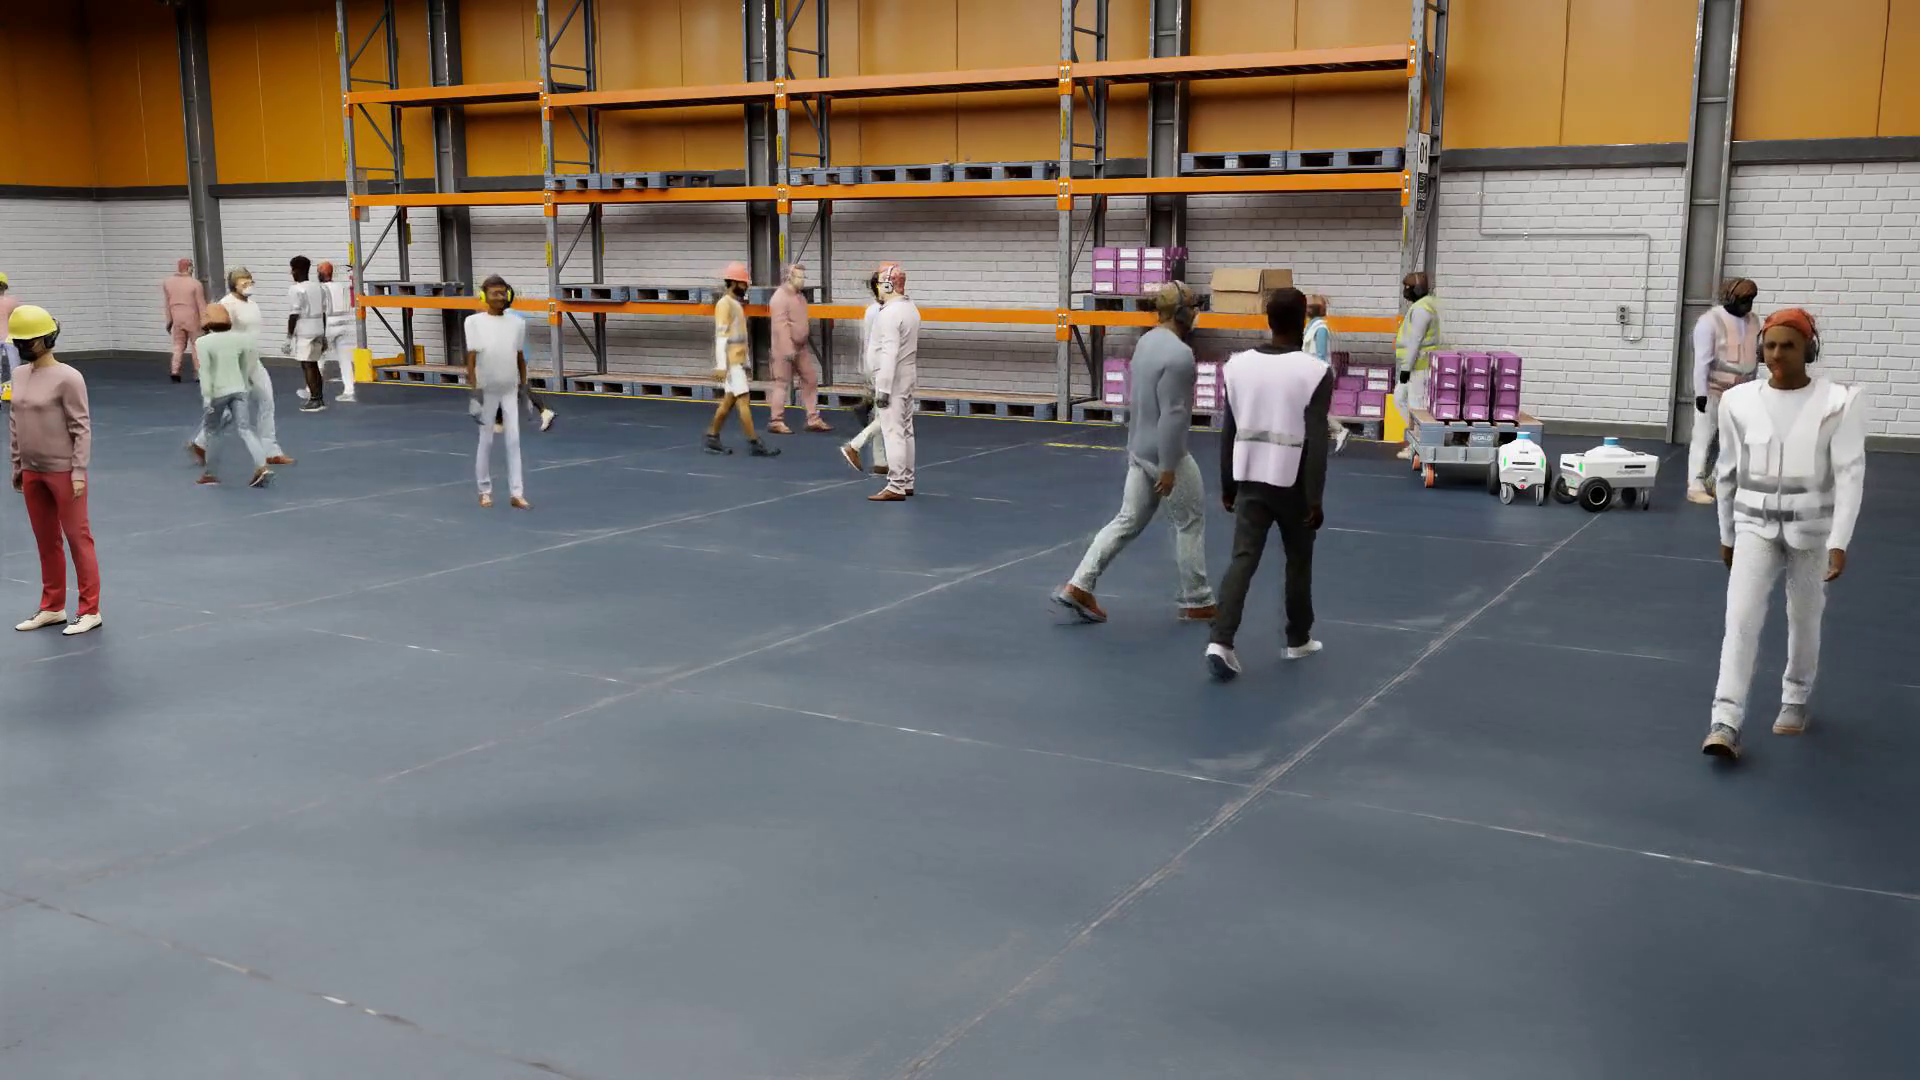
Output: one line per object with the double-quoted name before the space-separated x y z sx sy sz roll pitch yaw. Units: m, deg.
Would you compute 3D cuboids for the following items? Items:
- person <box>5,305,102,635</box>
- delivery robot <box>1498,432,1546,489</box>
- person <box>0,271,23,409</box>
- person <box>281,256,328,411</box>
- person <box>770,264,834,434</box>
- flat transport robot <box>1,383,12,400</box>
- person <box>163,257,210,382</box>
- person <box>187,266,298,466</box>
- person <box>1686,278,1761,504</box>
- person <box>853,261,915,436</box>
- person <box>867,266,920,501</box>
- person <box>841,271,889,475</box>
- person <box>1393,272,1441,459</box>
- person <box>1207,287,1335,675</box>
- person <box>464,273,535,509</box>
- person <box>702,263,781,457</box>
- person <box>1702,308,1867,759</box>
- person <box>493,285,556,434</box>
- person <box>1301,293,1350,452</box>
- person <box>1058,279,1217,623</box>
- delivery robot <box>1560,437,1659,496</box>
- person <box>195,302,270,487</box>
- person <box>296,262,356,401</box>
"person" -4.862 -0.366 8.870 0.524 1.761 0.327 4 11 22
"delivery robot" 4.577 -0.638 13.547 0.477 0.478 0.707 3 10 16
"person" -12.231 -2.537 21.253 0.533 1.792 0.472 -4 11 -21
"person" -8.254 -2.582 20.945 0.548 1.947 0.627 3 10 15
"person" -1.764 -2.089 18.302 0.764 1.869 0.662 5 11 26
"flat transport robot" -12.686 -2.077 22.764 0.652 0.197 1.431 -4 11 -20
"person" -11.748 -3.328 25.260 0.710 1.913 0.449 1 10 8
"person" -6.762 -1.603 15.506 0.917 1.901 0.643 1 10 4
"person" 6.119 -1.185 13.340 0.683 1.818 0.442 -3 10 -16
"person" -0.826 -2.076 18.110 0.698 1.915 0.553 4 11 19
"person" -0.555 -1.272 13.578 0.409 1.907 0.651 3 10 15
"person" -0.774 -1.489 14.947 0.505 1.859 0.514 -2 10 -13
"person" 4.433 -1.684 16.160 0.443 1.821 0.629 3 10 15
"person" 1.497 -0.288 8.099 0.628 1.873 0.958 8 13 37
"person" -3.636 -1.168 13.146 0.531 1.876 0.398 -7 12 -34
"person" -2.198 -1.770 16.417 0.819 1.903 0.564 1 10 5
"person" 3.357 -0.028 6.801 0.577 1.824 1.033 7 12 36
"person" -4.897 -1.995 18.333 0.751 1.671 0.530 2 10 10
"person" 3.507 -1.578 16.135 0.549 1.623 0.512 0 10 0
"person" 1.017 -0.464 9.058 0.985 1.903 0.642 -3 10 -15
"delivery robot" 5.139 -0.570 13.164 0.707 0.478 0.477 -2 10 -10
"person" -6.290 -1.245 14.333 0.806 1.600 0.504 7 12 34
"person" -8.498 -2.774 22.232 0.908 1.845 0.611 3 10 17
